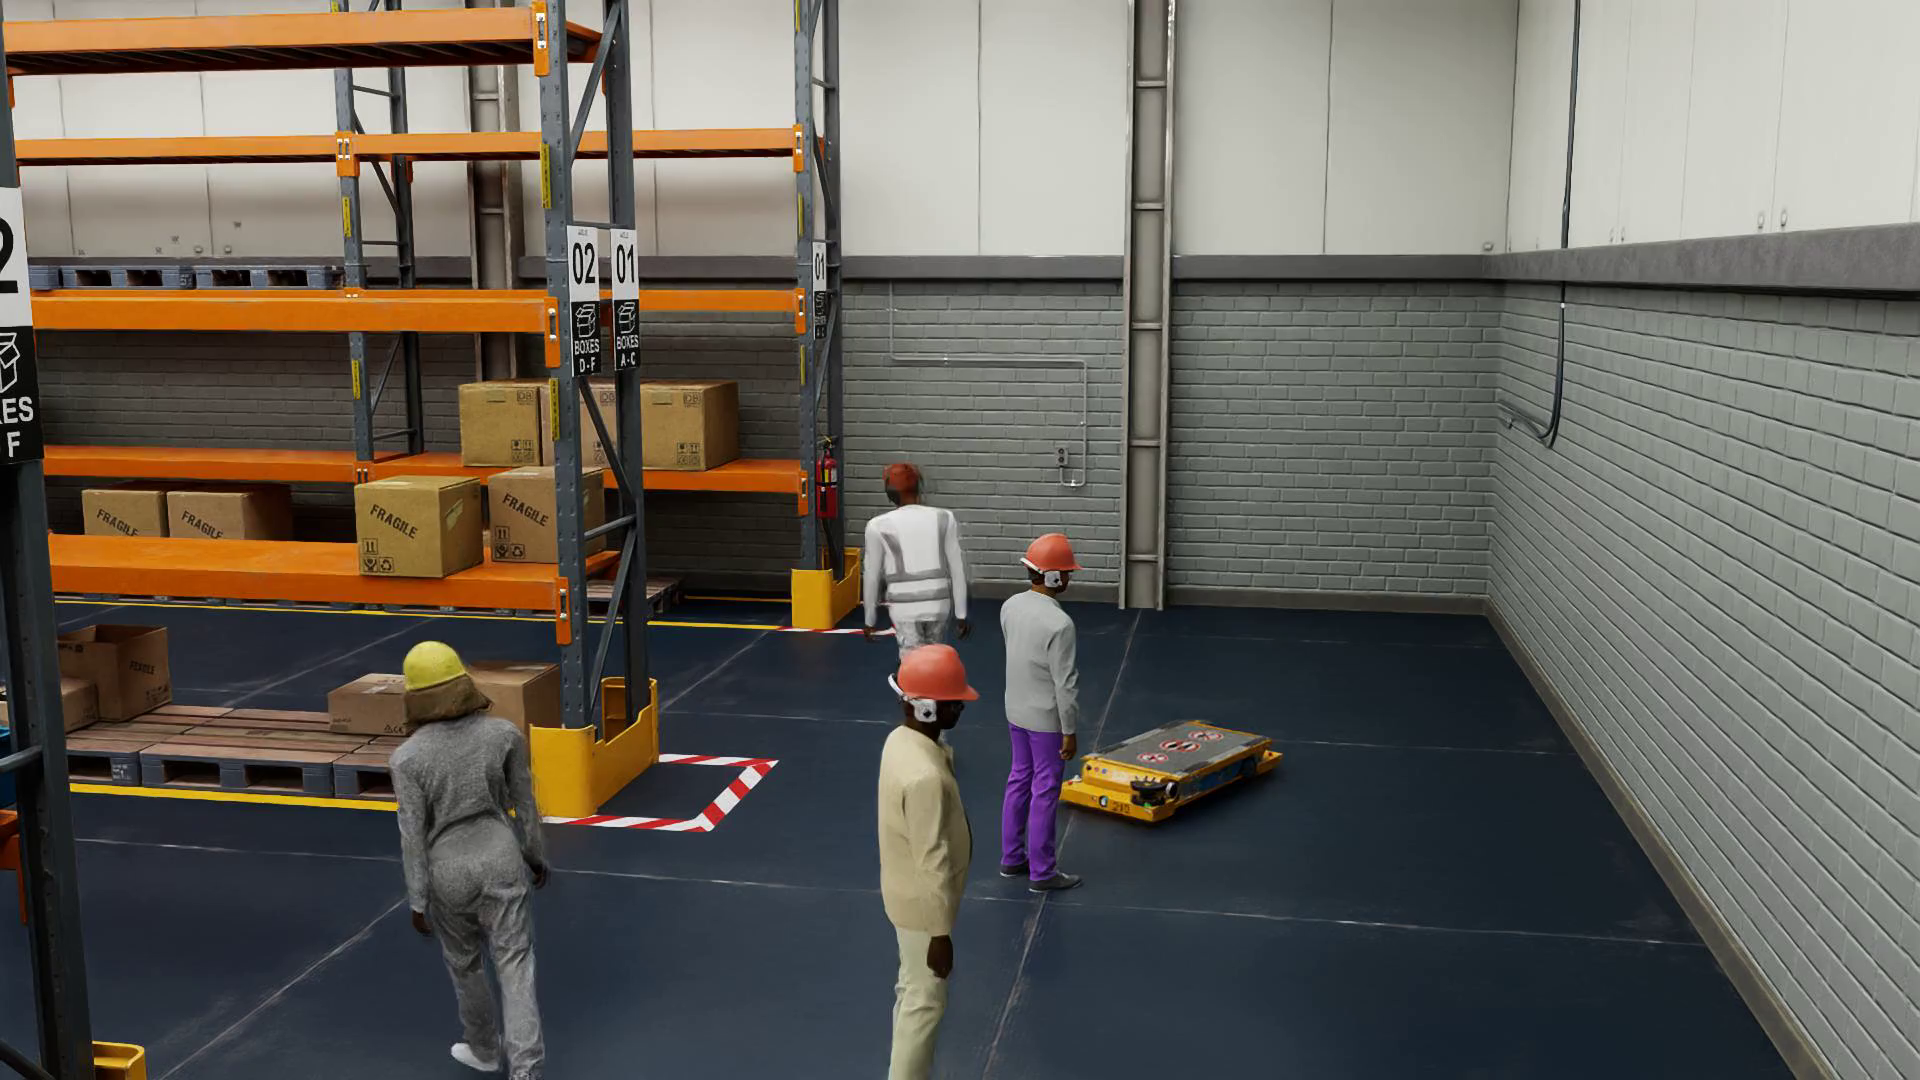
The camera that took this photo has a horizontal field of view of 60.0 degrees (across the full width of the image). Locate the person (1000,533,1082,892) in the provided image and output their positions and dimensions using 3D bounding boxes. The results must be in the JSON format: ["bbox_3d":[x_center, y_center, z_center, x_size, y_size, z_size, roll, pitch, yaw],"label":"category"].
[{"bbox_3d":[0.413,0.830,8.061,0.340,1.745,0.568,-5,10,-28],"label":"person"}]

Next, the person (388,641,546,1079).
[{"bbox_3d":[-1.708,1.204,5.907,0.546,1.694,0.818,-6,11,-32],"label":"person"}]

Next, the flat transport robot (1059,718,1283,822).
[{"bbox_3d":[1.240,1.307,9.652,0.652,0.197,1.431,7,12,39],"label":"flat transport robot"}]

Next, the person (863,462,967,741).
[{"bbox_3d":[-0.267,0.457,10.050,0.600,1.840,0.591,-4,10,-21],"label":"person"}]

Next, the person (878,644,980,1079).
[{"bbox_3d":[-0.101,1.211,5.673,0.340,1.752,0.571,-1,9,-9],"label":"person"}]
